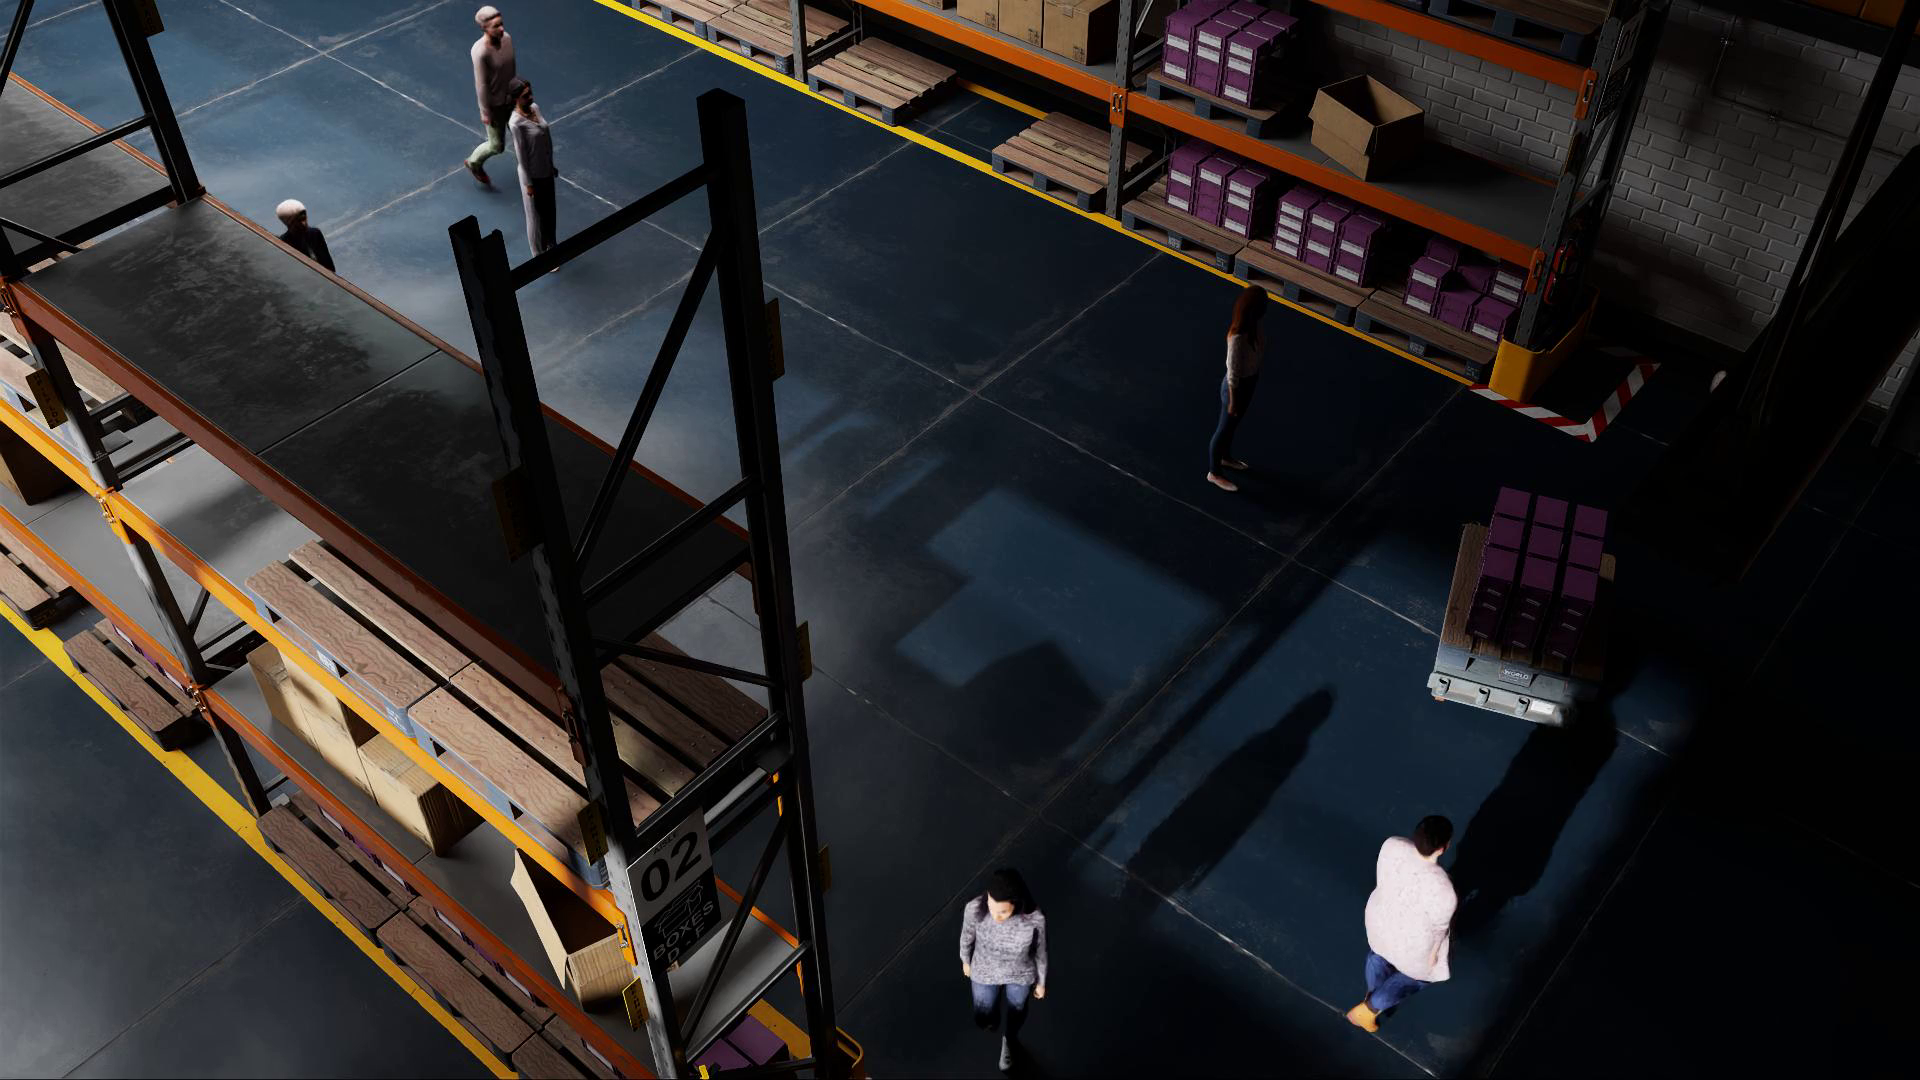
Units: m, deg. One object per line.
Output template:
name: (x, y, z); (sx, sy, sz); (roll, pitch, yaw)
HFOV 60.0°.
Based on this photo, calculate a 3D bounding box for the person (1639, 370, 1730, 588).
person: (5.131, -0.381, 11.417); (0.878, 1.721, 1.082); (-17, 46, -17)

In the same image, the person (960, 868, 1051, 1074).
person: (0.255, 2.168, 8.746); (0.787, 1.715, 0.852); (4, 44, 4)

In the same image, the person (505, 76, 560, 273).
person: (-3.651, -3.160, 14.296); (0.653, 1.773, 0.667); (12, 45, 13)

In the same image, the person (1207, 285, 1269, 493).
person: (2.038, -1.139, 12.210); (0.574, 1.725, 0.620); (19, 47, 19)

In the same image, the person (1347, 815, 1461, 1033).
person: (2.313, 2.068, 8.835); (0.917, 1.738, 0.854); (-20, 47, -20)

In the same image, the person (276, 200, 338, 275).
person: (-5.158, -1.880, 12.984); (0.674, 1.761, 0.728); (30, 51, 27)
